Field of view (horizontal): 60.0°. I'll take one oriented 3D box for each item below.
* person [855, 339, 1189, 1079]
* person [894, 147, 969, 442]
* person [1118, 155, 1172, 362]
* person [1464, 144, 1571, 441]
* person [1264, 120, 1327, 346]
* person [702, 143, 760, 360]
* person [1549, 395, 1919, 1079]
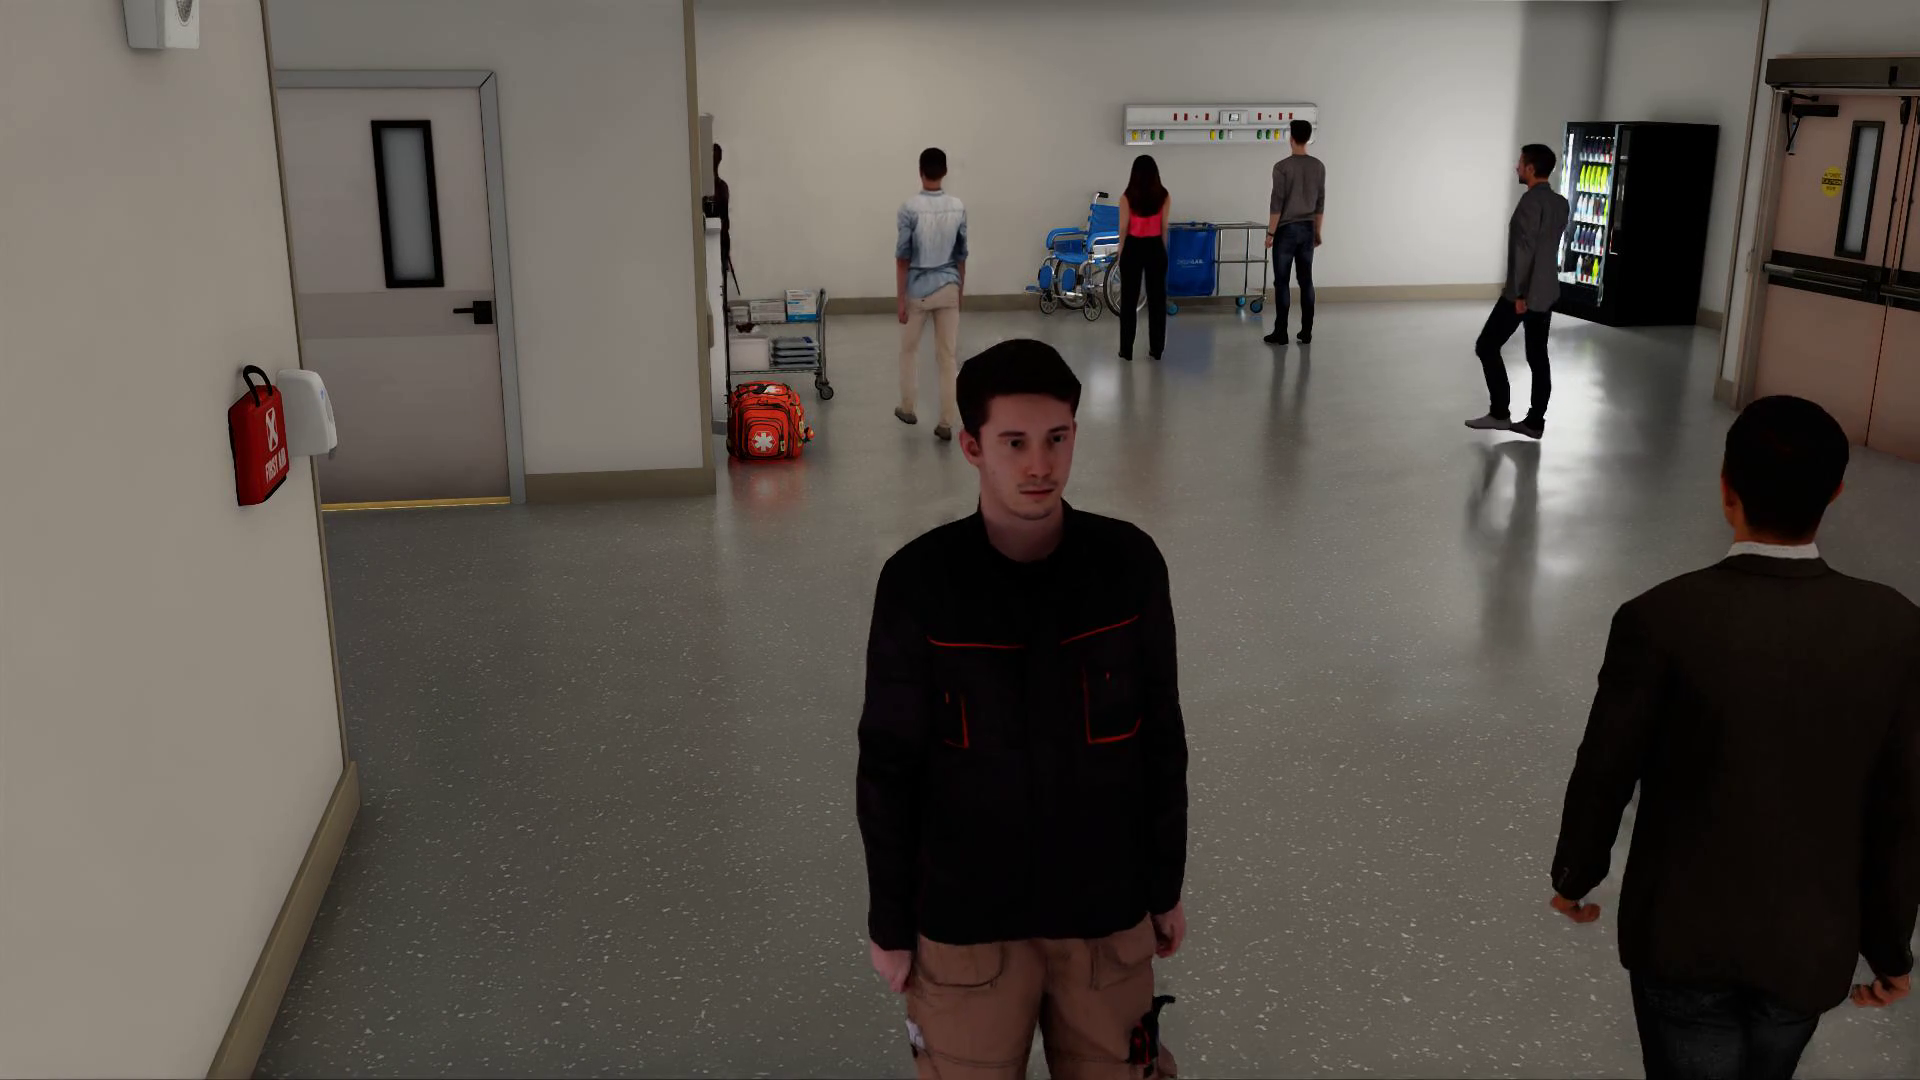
[{"bbox_3d":[0.106,0.604,2.798,0.692,1.918,0.823,-3,16,-10],"label":"person"},{"bbox_3d":[-0.149,-1.527,10.542,0.733,1.818,1.025,-5,16,-16],"label":"person"},{"bbox_3d":[1.511,-2.305,13.590,0.582,1.661,0.524,-2,16,-7],"label":"person"},{"bbox_3d":[3.690,-1.548,10.549,0.855,1.853,0.894,-14,21,-40],"label":"person"},{"bbox_3d":[2.904,-2.660,14.402,0.727,1.903,0.619,-5,17,-17],"label":"person"},{"bbox_3d":[-1.924,-2.282,13.371,0.973,1.736,0.979,8,18,26],"label":"person"},{"bbox_3d":[1.327,0.691,2.771,0.893,1.766,1.148,2,16,7],"label":"person"}]
